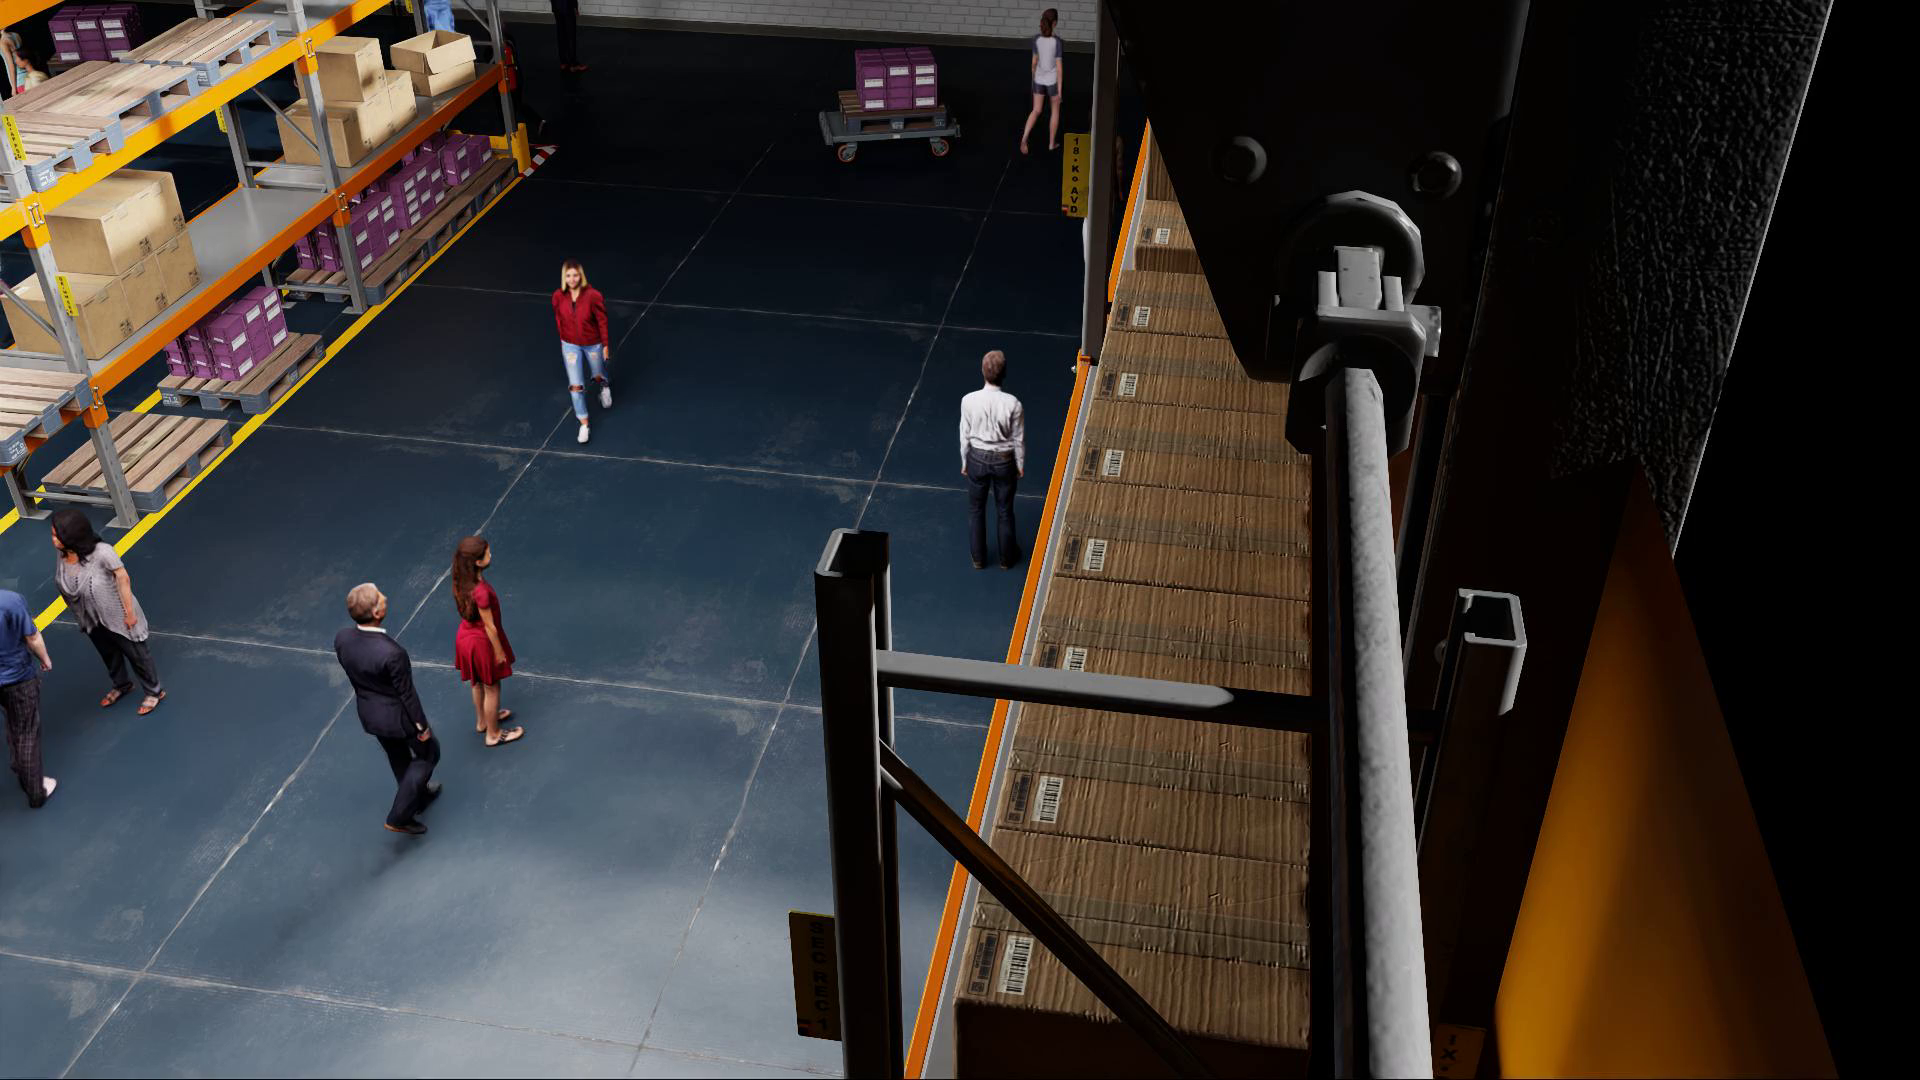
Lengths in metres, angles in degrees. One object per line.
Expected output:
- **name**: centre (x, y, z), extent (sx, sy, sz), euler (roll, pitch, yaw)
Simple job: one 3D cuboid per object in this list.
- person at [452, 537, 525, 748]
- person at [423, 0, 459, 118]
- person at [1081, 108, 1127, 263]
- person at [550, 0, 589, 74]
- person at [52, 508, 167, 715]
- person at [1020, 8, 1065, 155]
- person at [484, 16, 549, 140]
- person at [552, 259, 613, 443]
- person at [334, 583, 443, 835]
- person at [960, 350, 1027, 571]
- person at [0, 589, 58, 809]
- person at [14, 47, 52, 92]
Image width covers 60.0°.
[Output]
- **person**: centre (-3.142, 0.661, 10.914), extent (0.736, 1.548, 0.676), euler (-23, 40, -31)
- **person**: centre (-6.524, -6.246, 21.077), extent (0.849, 1.802, 0.723), euler (20, 39, 28)
- **person**: centre (1.400, -3.493, 16.939), extent (0.717, 1.796, 1.026), euler (6, 34, 8)
- **person**: centre (-5.418, -7.280, 22.701), extent (0.705, 1.724, 0.665), euler (20, 39, 28)
- **person**: centre (-5.743, 0.448, 11.180), extent (0.653, 1.608, 0.679), euler (9, 35, 13)
- **person**: centre (1.005, -5.447, 19.927), extent (0.754, 1.744, 1.040), euler (16, 37, 23)
- **person**: centre (-5.443, -5.570, 20.252), extent (0.787, 1.588, 0.930), euler (10, 35, 15)
- **person**: centre (-3.257, -1.716, 14.440), extent (0.767, 1.603, 1.116), euler (-2, 34, -4)
- **person**: centre (-3.494, 1.052, 10.095), extent (0.841, 1.804, 0.941), euler (15, 36, 21)
- **person**: centre (0.241, -0.599, 12.566), extent (0.648, 1.818, 0.539), euler (5, 34, 7)
- **person**: centre (-5.921, 0.909, 10.270), extent (0.745, 1.848, 0.783), euler (-2, 34, -4)
- **person**: centre (-10.520, -4.878, 19.173), extent (0.784, 1.630, 0.677), euler (-14, 36, -20)
